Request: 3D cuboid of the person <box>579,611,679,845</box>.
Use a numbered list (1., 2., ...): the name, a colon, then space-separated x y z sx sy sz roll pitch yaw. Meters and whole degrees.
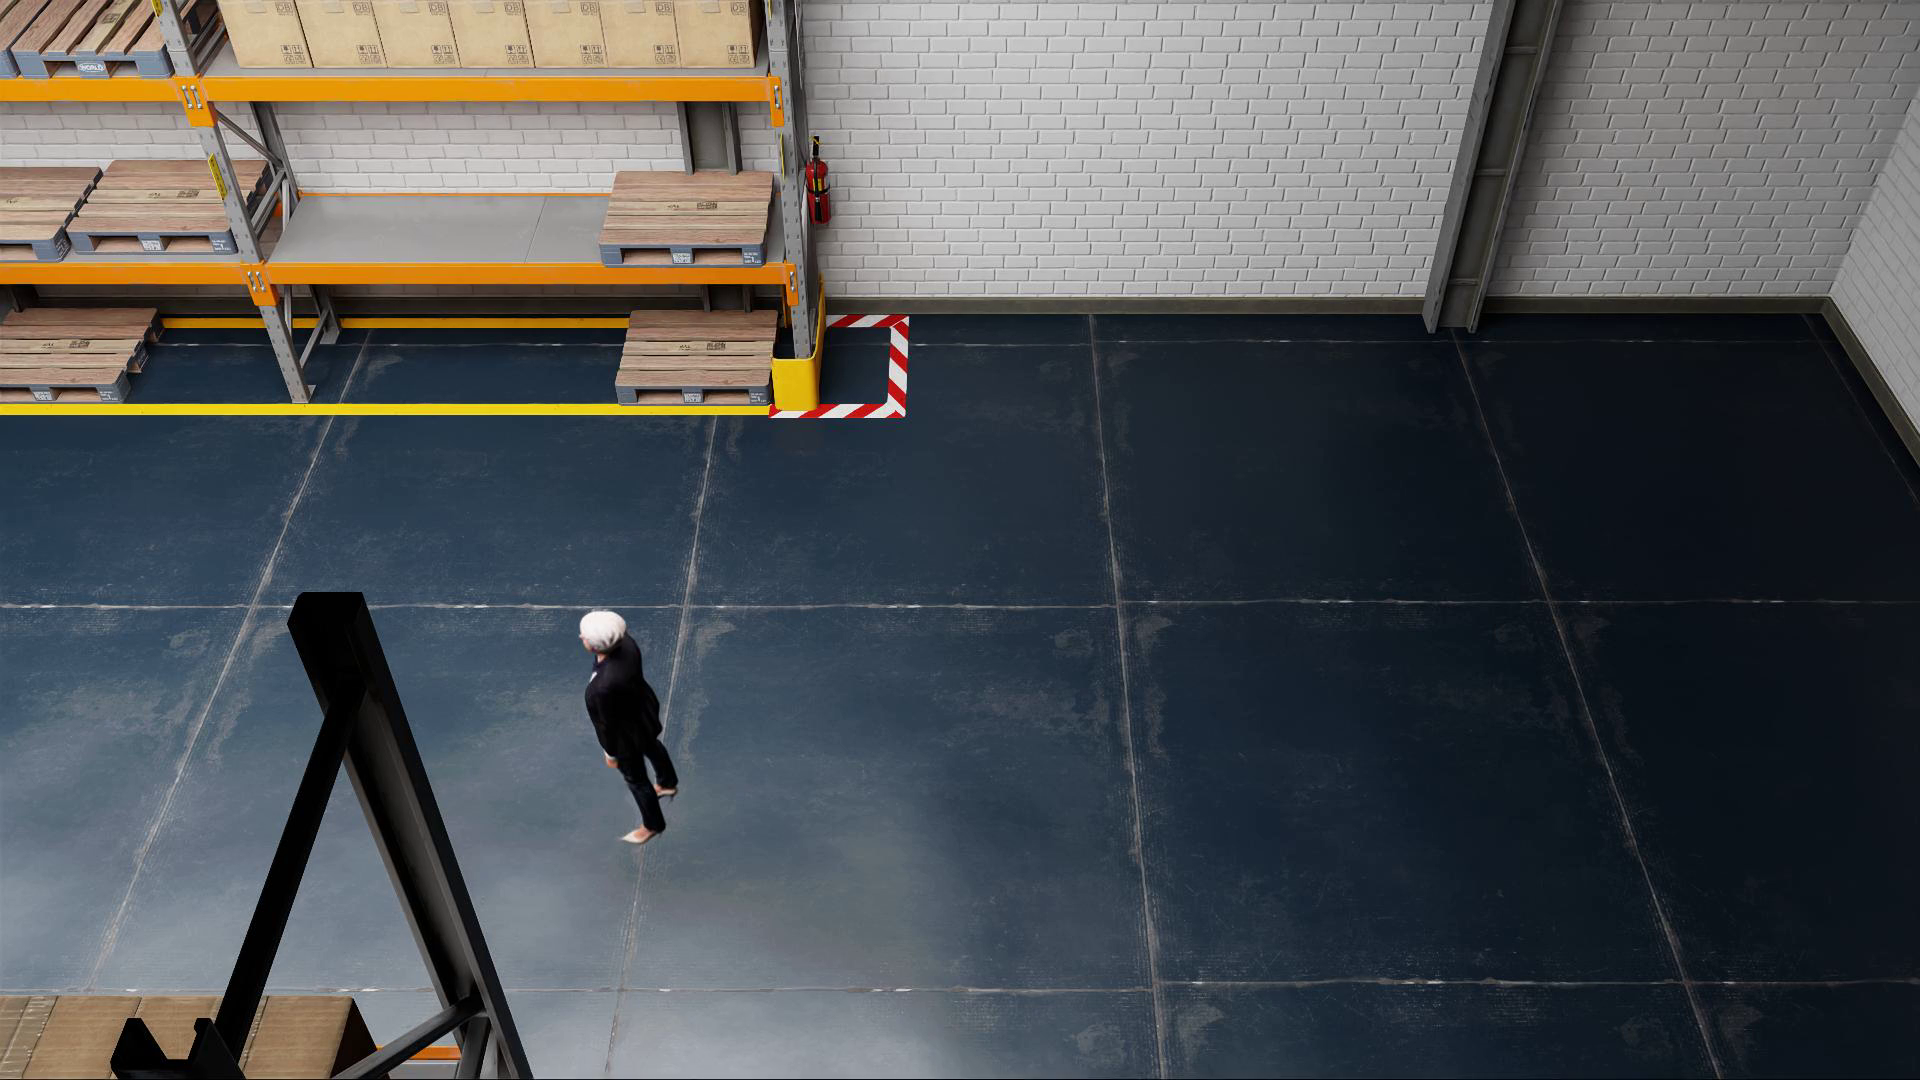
1. person: -1.772 0.954 8.951 0.623 1.775 0.736 5 44 5
